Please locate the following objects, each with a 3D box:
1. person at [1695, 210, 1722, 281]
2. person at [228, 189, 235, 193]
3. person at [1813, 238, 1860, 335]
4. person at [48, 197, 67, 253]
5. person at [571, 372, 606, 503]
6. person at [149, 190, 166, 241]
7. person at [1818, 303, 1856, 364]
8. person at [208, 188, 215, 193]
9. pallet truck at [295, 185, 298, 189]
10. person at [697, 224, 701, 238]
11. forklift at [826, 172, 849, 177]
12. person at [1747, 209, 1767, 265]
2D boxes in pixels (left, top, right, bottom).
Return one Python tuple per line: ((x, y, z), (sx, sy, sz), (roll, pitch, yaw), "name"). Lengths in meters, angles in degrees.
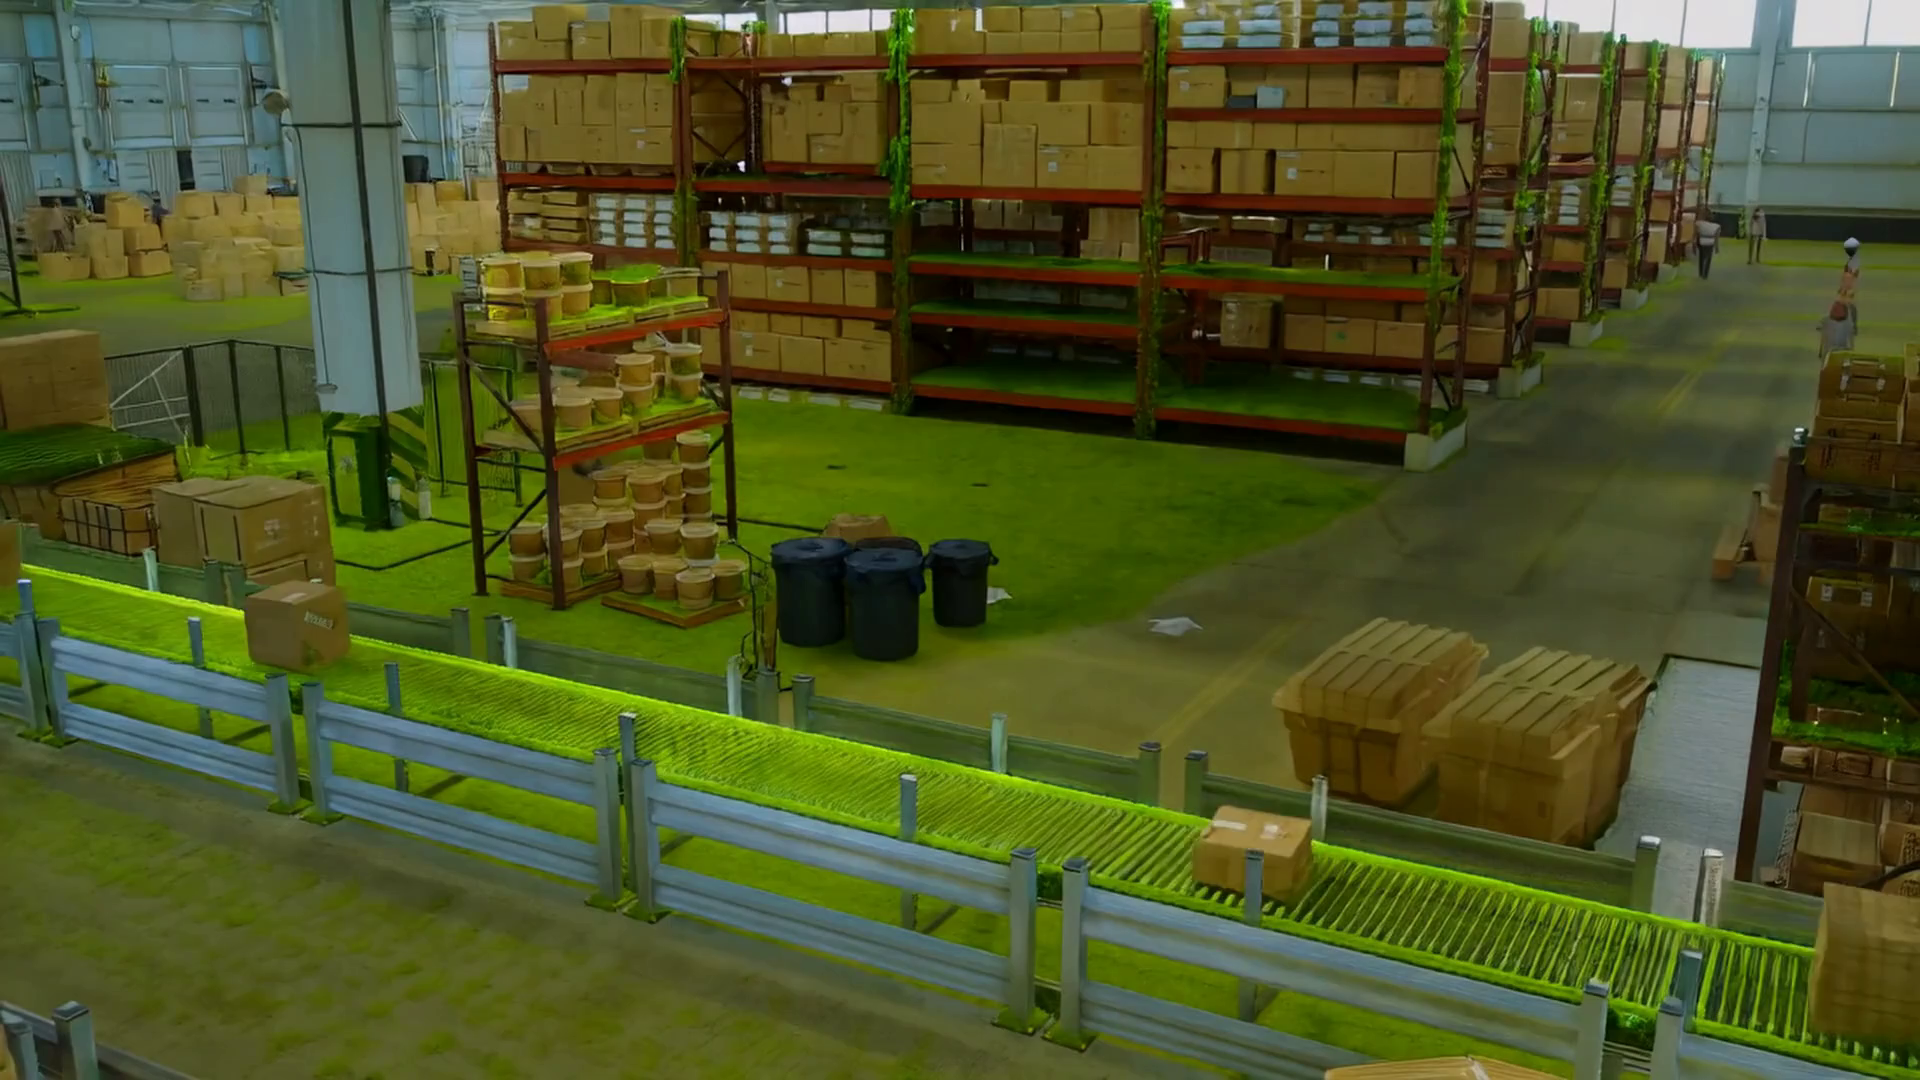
((20.239, -7.970, 44.967), (0.617, 1.877, 0.920), (8, 17, 26), "person")
((-26.193, -11.849, 60.049), (0.310, 1.632, 0.521), (-12, 19, -39), "person")
((18.296, -5.260, 34.541), (0.953, 2.004, 0.641), (6, 16, 21), "person")
((-27.267, -9.400, 50.335), (0.923, 1.885, 0.657), (-5, 16, -16), "person")
((-4.461, -1.206, 19.961), (0.563, 1.657, 0.408), (7, 17, 26), "person")
((-27.053, -10.910, 56.157), (0.513, 1.826, 0.732), (-3, 15, -12), "person")
((14.198, -3.023, 26.938), (0.504, 1.586, 0.856), (5, 16, 18), "person")
((-24.697, -10.669, 55.068), (0.646, 1.913, 0.779), (6, 16, 21), "person")
((-26.804, -14.617, 69.738), (1.885, 1.965, 0.823), (-14, 20, -42), "pallet truck")
((-6.880, -8.126, 45.524), (0.658, 1.898, 0.561), (5, 16, 17), "person")
((-4.584, -13.150, 62.533), (1.129, 2.768, 1.873), (8, 17, 28), "forklift")
((23.506, -8.940, 49.091), (0.497, 1.636, 0.286), (9, 17, 30), "person")
